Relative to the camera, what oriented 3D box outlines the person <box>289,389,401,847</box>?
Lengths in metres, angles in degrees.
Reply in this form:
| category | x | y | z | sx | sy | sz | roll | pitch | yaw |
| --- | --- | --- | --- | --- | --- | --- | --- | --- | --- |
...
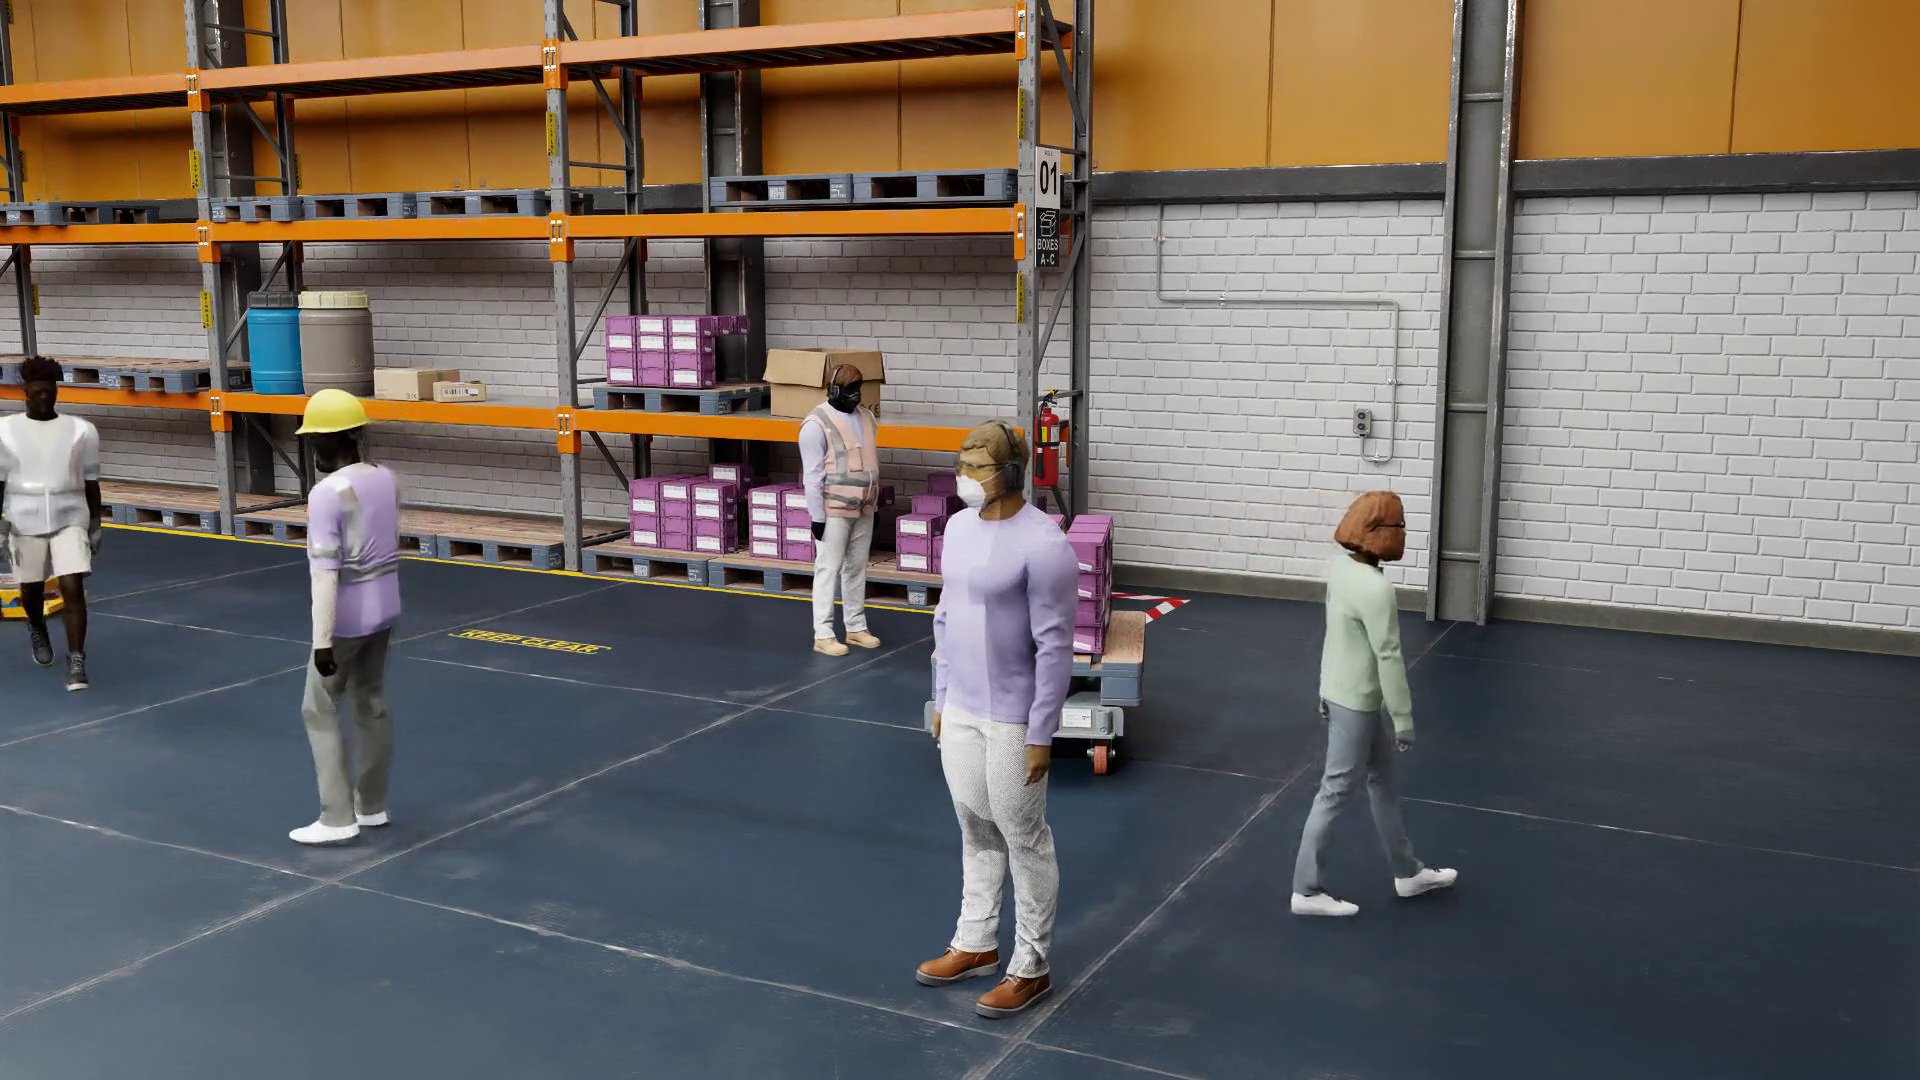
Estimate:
| category | x | y | z | sx | sy | sz | roll | pitch | yaw |
| --- | --- | --- | --- | --- | --- | --- | --- | --- | --- |
| person | -2.588 | 0.322 | 7.032 | 0.420 | 1.923 | 0.613 | 2 | 9 | 13 |

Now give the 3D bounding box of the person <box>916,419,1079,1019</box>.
| category | x | y | z | sx | sy | sz | roll | pitch | yaw |
| --- | --- | --- | --- | --- | --- | --- | --- | --- | --- |
| person | 0.118 | 0.572 | 5.437 | 0.372 | 1.940 | 0.632 | -7 | 12 | -37 |

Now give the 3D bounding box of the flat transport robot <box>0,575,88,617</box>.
| category | x | y | z | sx | sy | sz | roll | pitch | yaw |
| --- | --- | --- | --- | --- | --- | --- | --- | --- | --- |
| flat transport robot | -7.010 | 0.391 | 11.680 | 1.431 | 0.197 | 0.652 | -1 | 9 | -5 |

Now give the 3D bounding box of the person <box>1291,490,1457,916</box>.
| category | x | y | z | sx | sy | sz | roll | pitch | yaw |
| --- | --- | --- | --- | --- | --- | --- | --- | --- | --- |
| person | 1.593 | 0.616 | 6.194 | 0.770 | 1.602 | 0.521 | 0 | 9 | -2 |

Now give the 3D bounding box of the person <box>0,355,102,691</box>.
| category | x | y | z | sx | sy | sz | roll | pitch | yaw |
| --- | --- | --- | --- | --- | --- | --- | --- | --- | --- |
| person | -5.357 | -0.123 | 9.756 | 0.608 | 1.936 | 0.897 | -5 | 11 | -29 |

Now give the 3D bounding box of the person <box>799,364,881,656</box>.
| category | x | y | z | sx | sy | sz | roll | pitch | yaw |
| --- | --- | --- | --- | --- | --- | --- | --- | --- | --- |
| person | -0.725 | -0.192 | 10.493 | 0.430 | 1.836 | 0.619 | 7 | 11 | 36 |
